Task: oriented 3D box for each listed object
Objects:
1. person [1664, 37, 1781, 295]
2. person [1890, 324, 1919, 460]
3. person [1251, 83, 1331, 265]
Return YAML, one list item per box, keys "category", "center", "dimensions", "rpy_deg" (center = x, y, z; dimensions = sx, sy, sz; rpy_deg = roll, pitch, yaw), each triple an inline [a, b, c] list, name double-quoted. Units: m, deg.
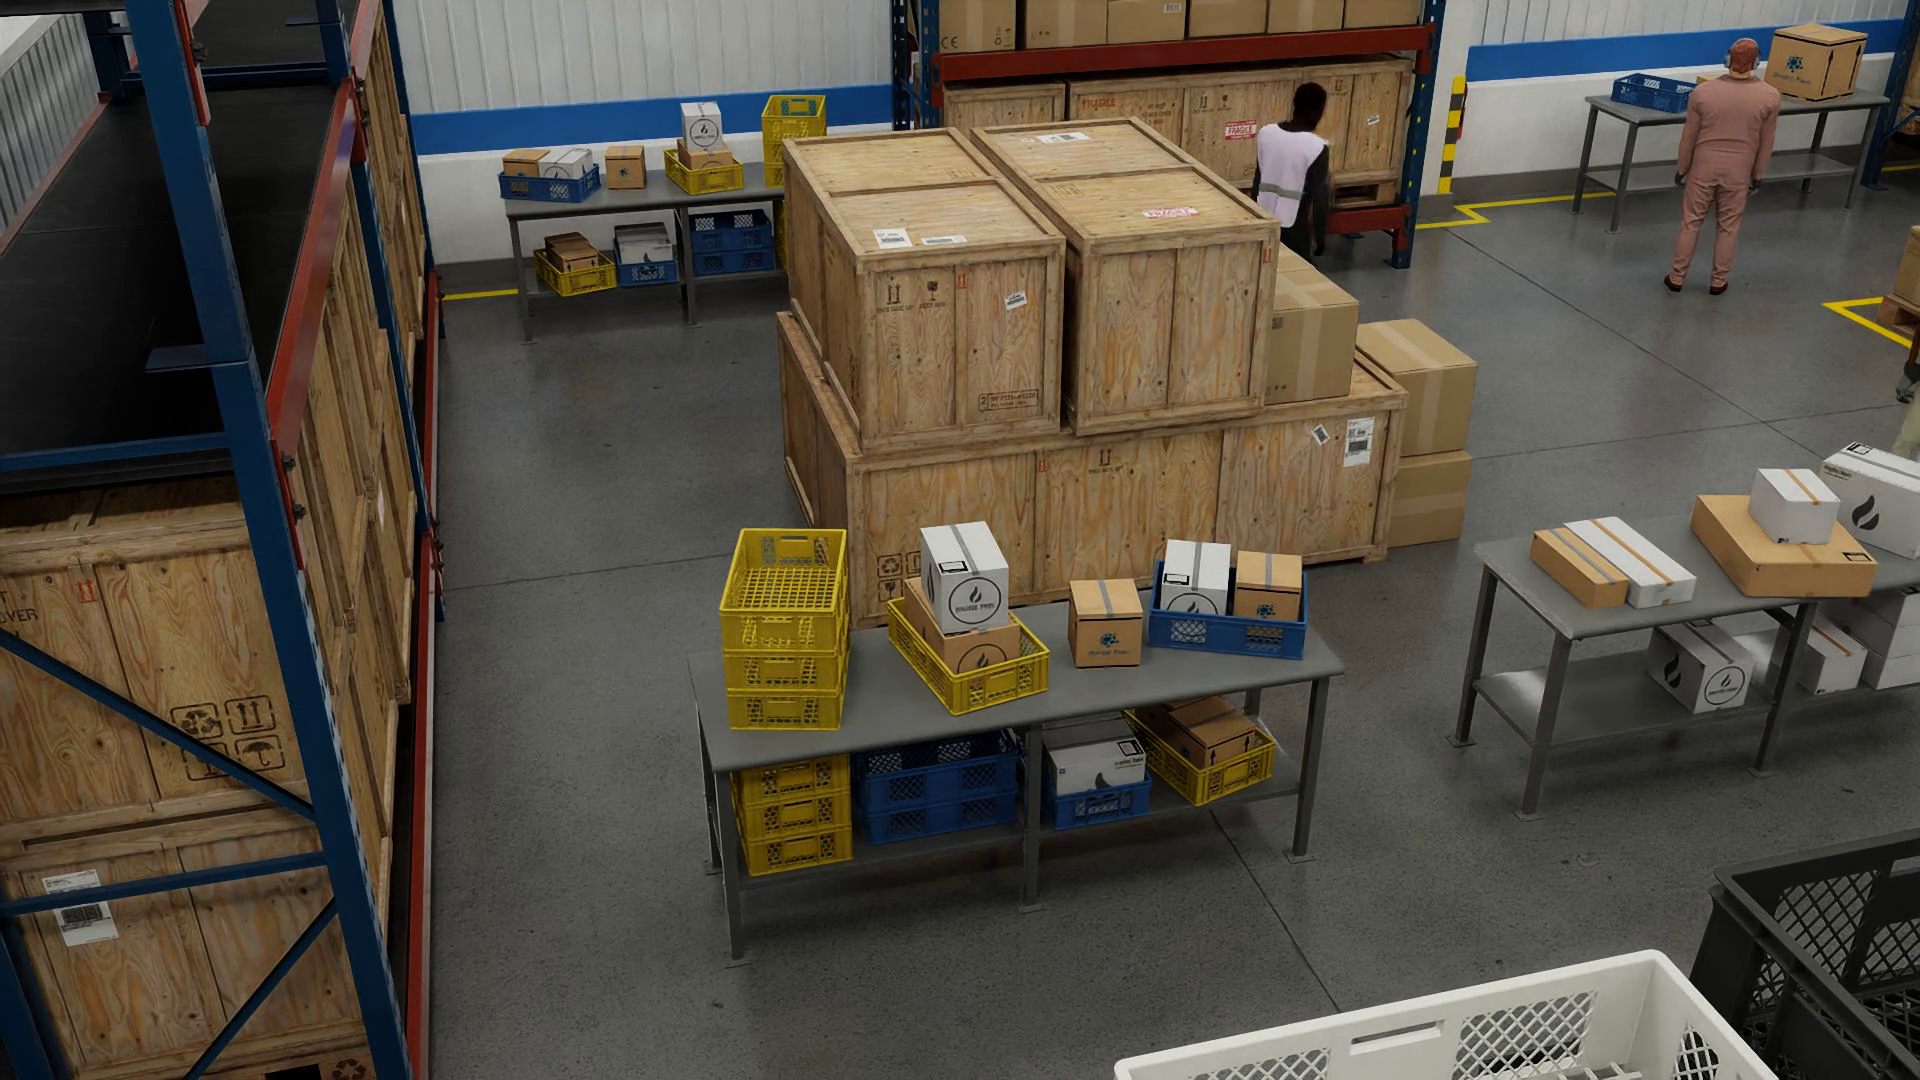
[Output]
- category: "person"
  center: [5.695, -2.784, 12.459]
  dimensions: [0.643, 1.908, 0.411]
  rpy_deg: [10, 30, 17]
- category: "person"
  center: [5.381, -0.859, 9.013]
  dimensions: [0.520, 1.862, 0.332]
  rpy_deg: [17, 33, 27]
- category: "person"
  center: [2.225, -2.168, 11.359]
  dimensions: [0.424, 1.885, 0.618]
  rpy_deg: [-21, 35, -33]
